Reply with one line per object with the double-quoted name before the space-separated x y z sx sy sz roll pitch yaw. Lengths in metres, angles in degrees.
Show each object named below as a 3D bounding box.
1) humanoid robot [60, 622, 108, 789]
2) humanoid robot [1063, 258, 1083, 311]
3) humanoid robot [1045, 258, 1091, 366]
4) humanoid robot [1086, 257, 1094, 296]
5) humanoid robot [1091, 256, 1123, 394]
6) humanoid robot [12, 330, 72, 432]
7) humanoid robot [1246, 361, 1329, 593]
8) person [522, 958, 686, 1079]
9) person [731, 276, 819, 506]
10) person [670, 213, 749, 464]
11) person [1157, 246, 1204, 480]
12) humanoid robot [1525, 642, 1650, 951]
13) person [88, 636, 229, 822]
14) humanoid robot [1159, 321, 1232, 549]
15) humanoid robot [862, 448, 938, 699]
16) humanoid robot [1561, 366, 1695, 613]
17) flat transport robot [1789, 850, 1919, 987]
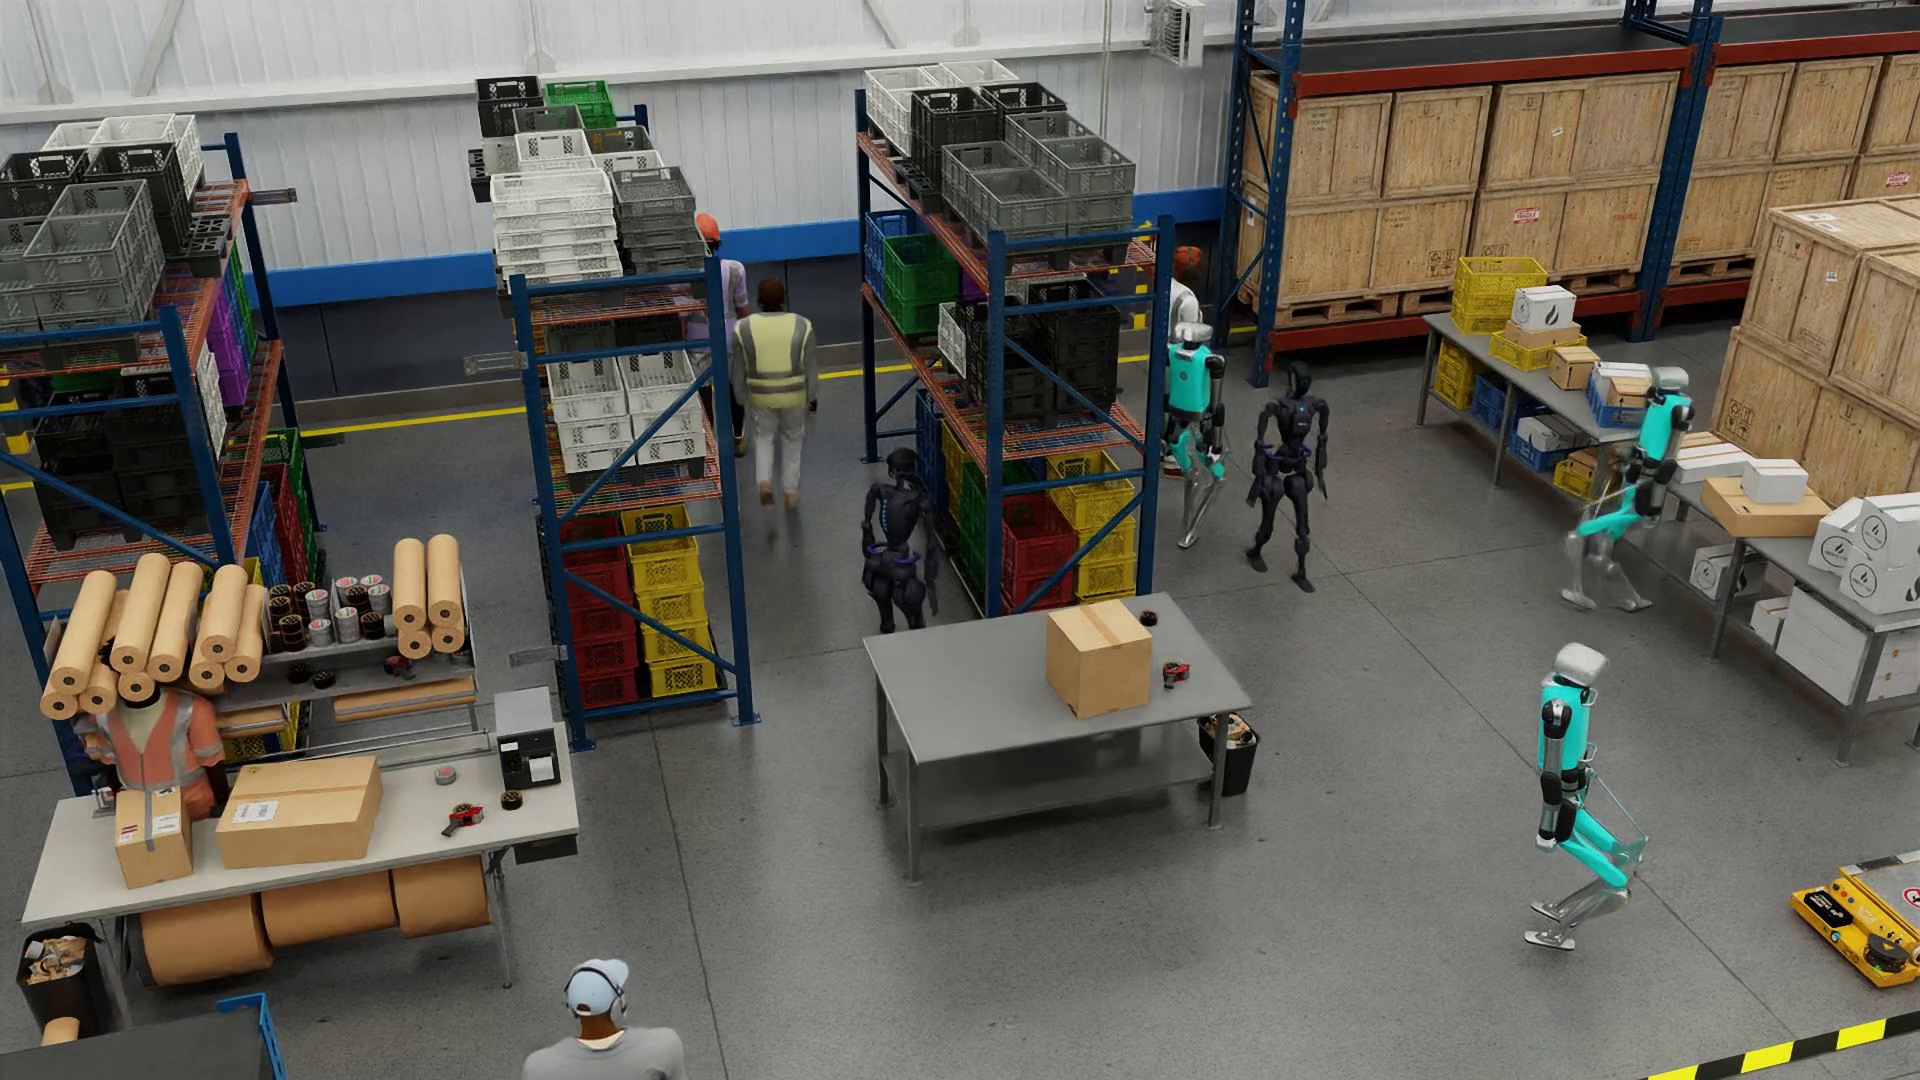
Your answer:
"humanoid robot" -4.351 1.144 8.607 0.370 1.647 0.599 -10 30 -18
"humanoid robot" 0.839 -1.599 13.623 0.602 1.631 0.559 -24 37 -36
"humanoid robot" 0.883 -1.577 13.553 0.538 1.840 0.692 -11 31 -19
"humanoid robot" 0.861 -1.983 14.179 0.547 1.742 0.683 3 29 6
"humanoid robot" 1.238 -2.042 14.415 0.404 1.636 0.595 1 29 2
"humanoid robot" -6.764 -1.014 12.541 0.603 1.640 0.382 7 30 13
"humanoid robot" 2.271 -0.462 11.556 0.588 1.640 0.605 -8 30 -15
"person" -1.300 2.319 6.301 0.590 1.848 0.401 -8 30 -14
"person" -1.374 -1.059 12.477 0.642 1.822 0.564 -2 29 -3
"person" -1.972 -1.590 13.214 0.613 2.042 0.371 -12 31 -21
"person" 1.705 -1.389 13.012 0.337 1.882 0.583 -9 30 -16
"humanoid robot" 3.114 1.308 8.117 0.735 1.677 0.533 15 32 26
"person" -3.824 1.286 8.071 0.597 1.955 0.365 1 29 2
"humanoid robot" 1.782 -0.759 12.118 0.553 1.886 0.737 21 35 33
"humanoid robot" -0.410 0.228 10.292 0.616 1.644 0.472 20 35 32
"humanoid robot" 4.375 -0.327 11.238 0.890 1.752 0.621 2 29 4
"flat transport robot" 5.163 1.916 8.676 1.431 0.231 0.659 -8 30 -14
